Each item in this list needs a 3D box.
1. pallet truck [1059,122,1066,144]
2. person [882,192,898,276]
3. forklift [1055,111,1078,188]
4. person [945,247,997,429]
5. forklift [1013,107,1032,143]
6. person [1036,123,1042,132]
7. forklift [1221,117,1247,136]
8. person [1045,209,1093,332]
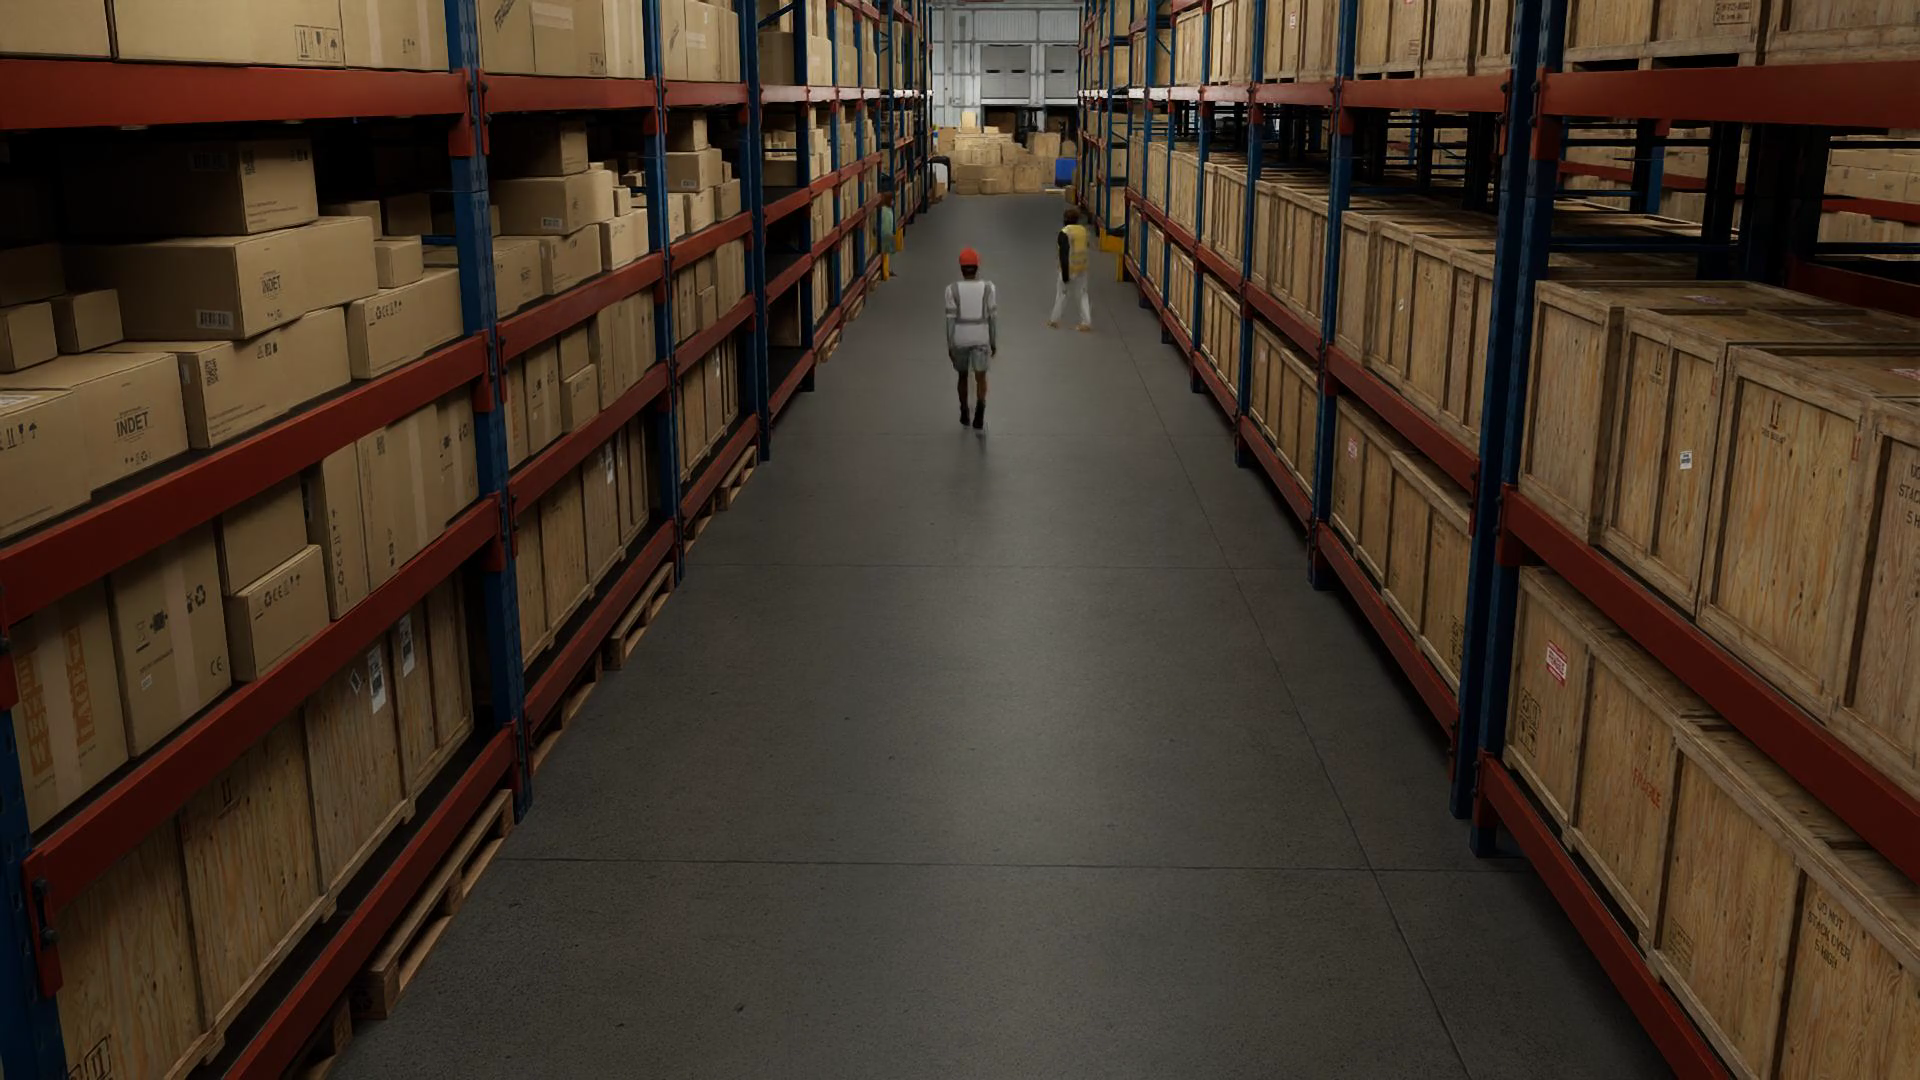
[{"bbox_3d":[5.788,-21.111,88.014,1.885,1.965,0.823,5,16,18],"label":"pallet truck"},{"bbox_3d":[-1.380,-5.916,32.187,0.367,1.620,0.502,4,15,13],"label":"person"},{"bbox_3d":[4.543,-14.513,61.790,1.873,2.768,1.129,4,16,15],"label":"forklift"},{"bbox_3d":[0.117,-2.108,17.472,0.552,1.919,0.807,-1,15,-3],"label":"person"},{"bbox_3d":[3.089,-19.873,81.734,1.129,2.768,1.873,-7,17,-26],"label":"forklift"},{"bbox_3d":[4.061,-20.948,87.568,0.588,1.917,0.404,5,16,20],"label":"person"},{"bbox_3d":[7.849,-10.601,47.234,1.129,2.768,1.873,0,15,2],"label":"forklift"},{"bbox_3d":[1.642,-4.022,24.831,0.667,1.782,0.941,-12,19,-39],"label":"person"}]
